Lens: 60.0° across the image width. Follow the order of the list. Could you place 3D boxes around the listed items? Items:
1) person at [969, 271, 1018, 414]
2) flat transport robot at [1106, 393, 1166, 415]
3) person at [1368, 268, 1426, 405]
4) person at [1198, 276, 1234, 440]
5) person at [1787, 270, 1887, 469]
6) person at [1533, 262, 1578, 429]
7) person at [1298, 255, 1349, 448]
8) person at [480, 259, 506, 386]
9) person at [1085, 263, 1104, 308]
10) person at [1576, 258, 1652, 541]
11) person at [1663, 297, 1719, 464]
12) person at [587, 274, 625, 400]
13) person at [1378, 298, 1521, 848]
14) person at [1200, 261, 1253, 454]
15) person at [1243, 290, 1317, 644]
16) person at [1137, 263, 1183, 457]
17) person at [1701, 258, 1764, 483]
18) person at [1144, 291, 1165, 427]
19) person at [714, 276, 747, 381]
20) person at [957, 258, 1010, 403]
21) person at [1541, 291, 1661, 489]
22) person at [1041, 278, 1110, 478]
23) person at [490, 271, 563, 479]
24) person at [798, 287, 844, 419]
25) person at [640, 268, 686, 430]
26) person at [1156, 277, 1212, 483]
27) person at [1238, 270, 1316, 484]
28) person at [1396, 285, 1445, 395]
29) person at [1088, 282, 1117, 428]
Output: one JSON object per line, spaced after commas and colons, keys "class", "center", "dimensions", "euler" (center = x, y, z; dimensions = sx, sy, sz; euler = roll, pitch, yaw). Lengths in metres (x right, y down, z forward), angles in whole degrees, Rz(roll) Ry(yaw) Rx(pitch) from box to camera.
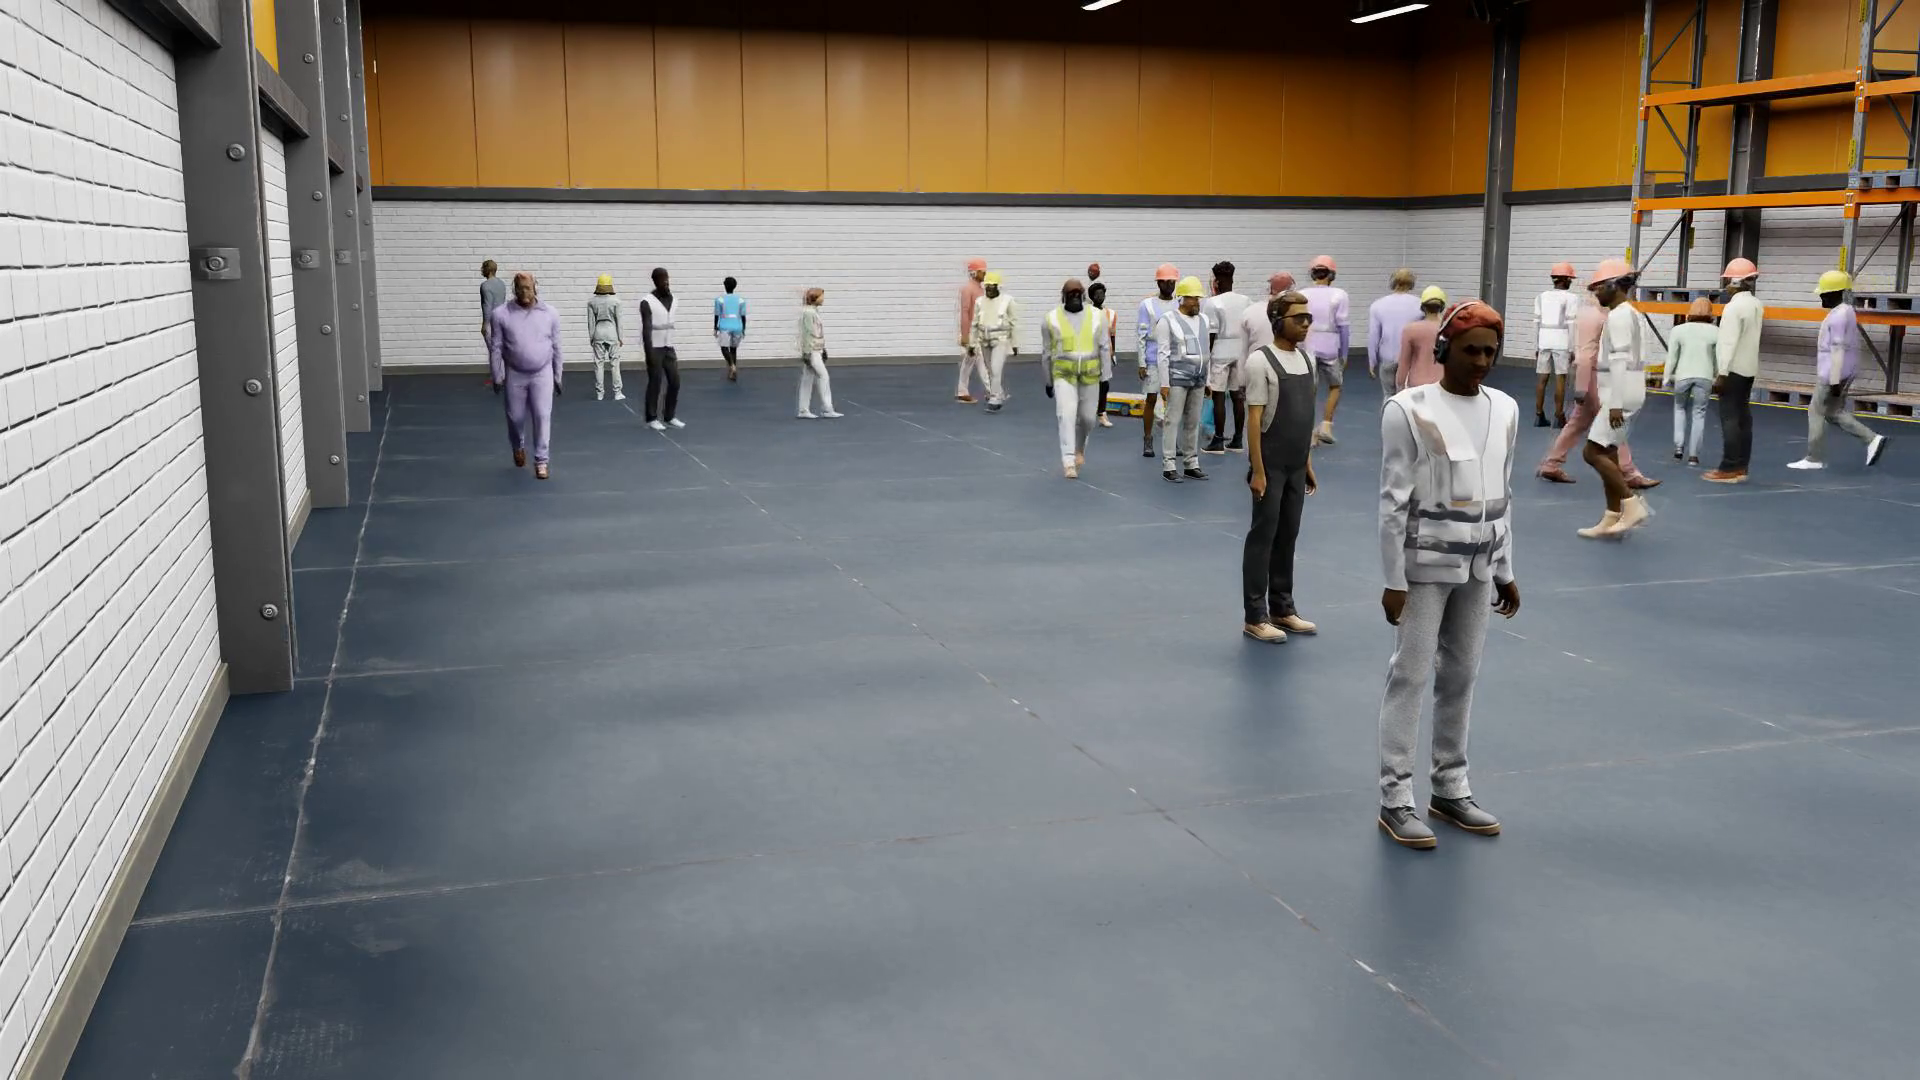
{"class": "person", "center": [0.366, -2.504, 21.147], "dimensions": [0.624, 1.801, 0.779], "euler": [6, 12, 32]}
{"class": "flat transport robot", "center": [2.070, -1.748, 21.221], "dimensions": [0.652, 0.197, 1.431], "euler": [-9, 13, -43]}
{"class": "person", "center": [4.506, -1.835, 17.089], "dimensions": [0.635, 1.897, 1.002], "euler": [4, 11, 24]}
{"class": "person", "center": [2.813, -1.981, 18.068], "dimensions": [0.450, 1.832, 0.577], "euler": [5, 11, 26]}
{"class": "person", "center": [8.238, -1.569, 15.527], "dimensions": [0.732, 1.884, 0.594], "euler": [7, 12, 36]}
{"class": "person", "center": [6.963, -2.268, 19.423], "dimensions": [0.376, 1.934, 0.547], "euler": [-7, 12, -36]}
{"class": "person", "center": [3.786, -1.976, 17.471], "dimensions": [0.631, 2.019, 0.474], "euler": [5, 11, 28]}
{"class": "person", "center": [-7.196, -3.339, 25.610], "dimensions": [0.372, 1.940, 0.629], "euler": [1, 10, 8]}
{"class": "person", "center": [2.455, -4.126, 30.448], "dimensions": [0.350, 1.856, 0.719], "euler": [-1, 10, -8]}
{"class": "person", "center": [4.630, -0.984, 11.795], "dimensions": [0.471, 2.000, 0.729], "euler": [4, 11, 23]}
{"class": "person", "center": [7.129, -1.545, 16.147], "dimensions": [0.542, 1.613, 0.422], "euler": [5, 11, 25]}
{"class": "person", "center": [-4.941, -2.828, 23.213], "dimensions": [0.487, 1.744, 0.314], "euler": [0, 10, 0]}
{"class": "person", "center": [1.697, 0.114, 5.772], "dimensions": [0.573, 1.886, 0.353], "euler": [-5, 11, -25]}
{"class": "person", "center": [2.696, -1.850, 16.932], "dimensions": [0.603, 1.958, 0.380], "euler": [-6, 11, -30]}
{"class": "person", "center": [1.704, -0.388, 8.793], "dimensions": [0.508, 1.847, 0.345], "euler": [-9, 13, -43]}
{"class": "person", "center": [2.053, -1.802, 16.700], "dimensions": [0.545, 1.942, 0.350], "euler": [-2, 10, -10]}
{"class": "person", "center": [6.915, -1.509, 14.851], "dimensions": [0.621, 1.992, 0.393], "euler": [-9, 13, -43]}
{"class": "person", "center": [2.315, -2.133, 19.558], "dimensions": [0.538, 1.607, 0.550], "euler": [-5, 11, -28]}
{"class": "person", "center": [-3.645, -3.364, 26.519], "dimensions": [0.534, 1.669, 0.739], "euler": [-5, 11, -25]}
{"class": "person", "center": [0.340, -2.804, 22.429], "dimensions": [0.905, 1.960, 0.647], "euler": [3, 10, 18]}
{"class": "person", "center": [5.607, -1.380, 14.525], "dimensions": [1.017, 1.853, 0.667], "euler": [5, 11, 29]}
{"class": "person", "center": [1.057, -1.505, 15.357], "dimensions": [0.626, 1.815, 0.789], "euler": [-1, 10, -6]}
{"class": "person", "center": [-3.969, -1.521, 15.260], "dimensions": [0.650, 1.885, 0.775], "euler": [-3, 10, -17]}
{"class": "person", "center": [-1.688, -2.281, 20.393], "dimensions": [0.698, 1.610, 0.546], "euler": [1, 10, 3]}
{"class": "person", "center": [-3.480, -2.189, 19.143], "dimensions": [0.551, 1.869, 0.601], "euler": [7, 12, 34]}
{"class": "person", "center": [2.025, -1.430, 14.871], "dimensions": [0.591, 1.830, 0.403], "euler": [-6, 12, -33]}
{"class": "person", "center": [2.733, -1.369, 14.338], "dimensions": [0.662, 1.891, 0.432], "euler": [4, 11, 21]}
{"class": "person", "center": [4.136, -1.370, 14.727], "dimensions": [0.547, 1.751, 0.399], "euler": [1, 10, 5]}
{"class": "person", "center": [1.588, -2.145, 19.389], "dimensions": [0.535, 1.700, 0.318], "euler": [-4, 11, -22]}
